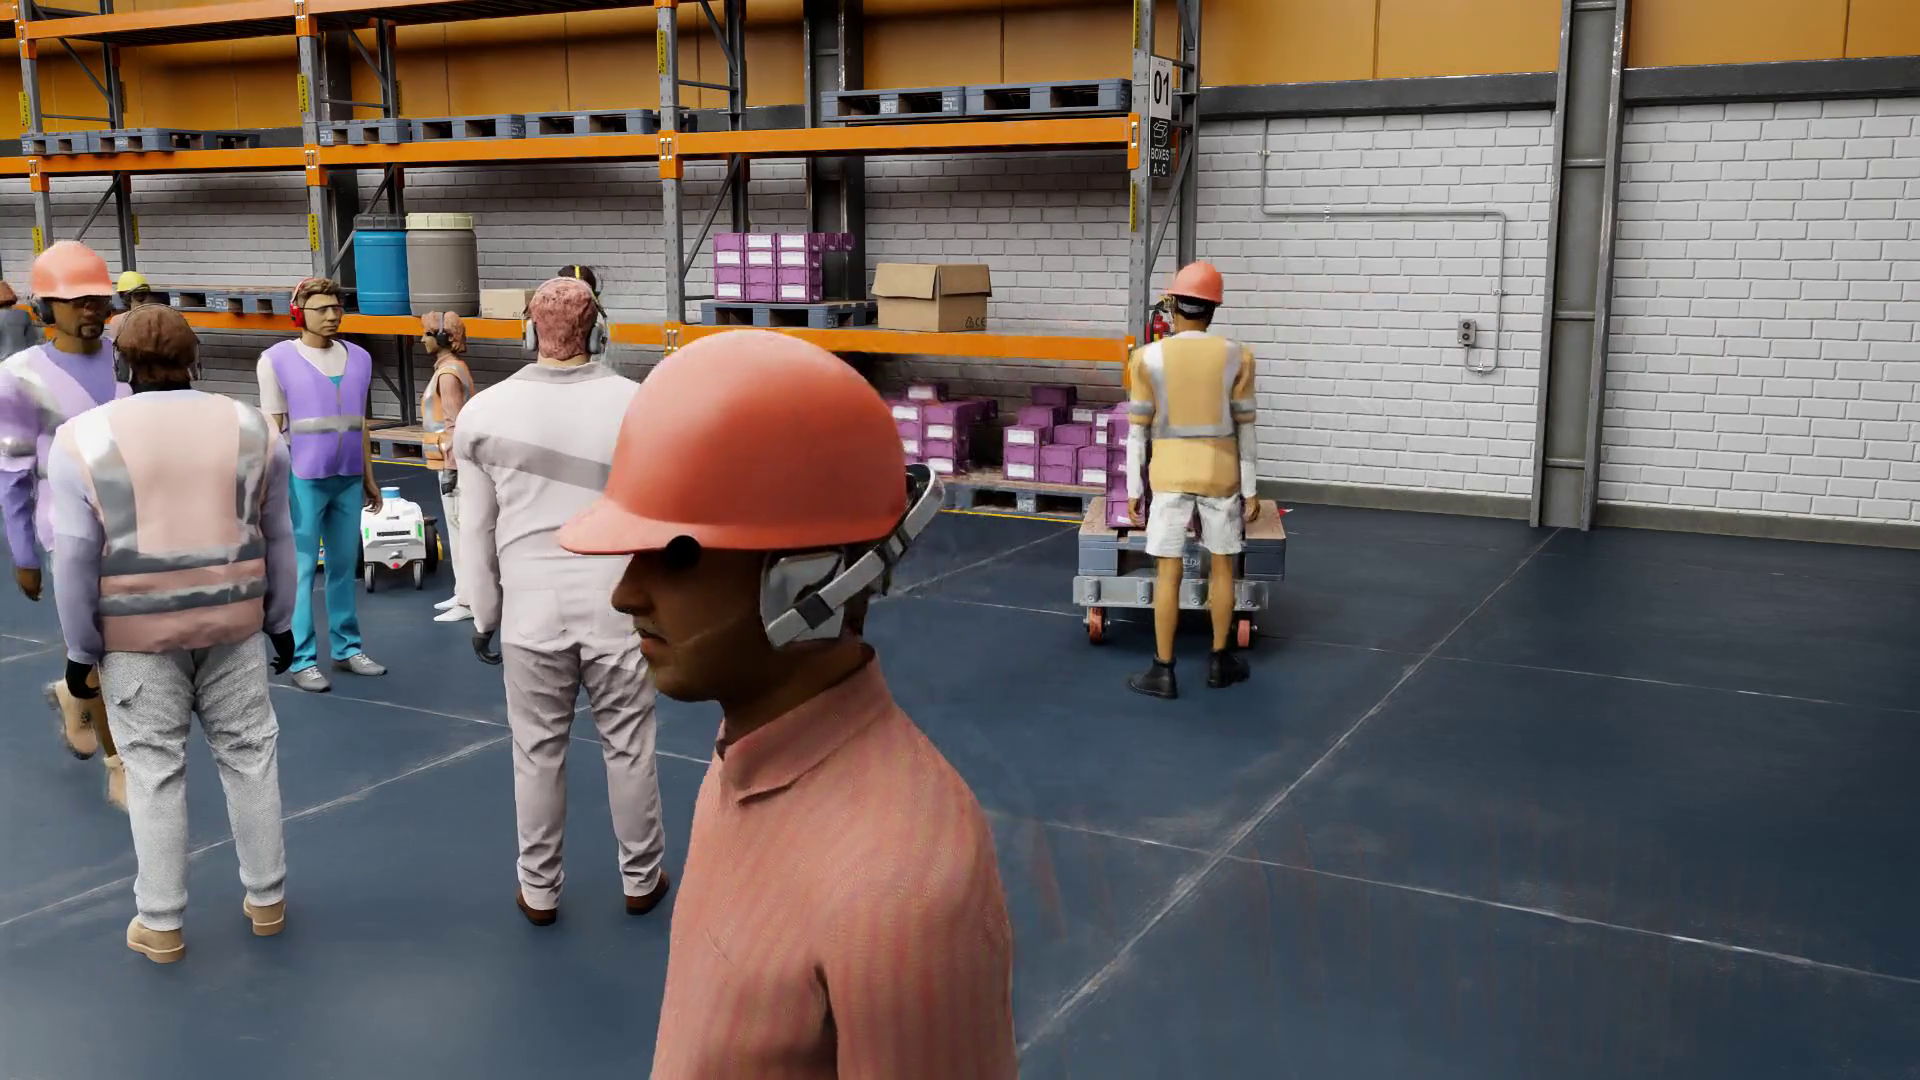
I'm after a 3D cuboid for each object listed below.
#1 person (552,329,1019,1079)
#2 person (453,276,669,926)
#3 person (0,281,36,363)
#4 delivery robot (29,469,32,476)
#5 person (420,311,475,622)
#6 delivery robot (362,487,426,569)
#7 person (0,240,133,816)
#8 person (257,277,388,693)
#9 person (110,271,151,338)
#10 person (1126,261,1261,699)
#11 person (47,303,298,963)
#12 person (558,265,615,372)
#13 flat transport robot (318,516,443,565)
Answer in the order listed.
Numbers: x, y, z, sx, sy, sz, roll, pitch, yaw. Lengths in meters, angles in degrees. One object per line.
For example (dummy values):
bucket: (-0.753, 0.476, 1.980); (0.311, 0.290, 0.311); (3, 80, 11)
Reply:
person: (-0.062, 0.768, 1.631); (1.001, 1.955, 0.637); (-3, 11, -15)
person: (-1.131, 0.188, 4.909); (0.641, 1.908, 0.407); (-2, 11, -13)
person: (-8.771, -1.603, 15.509); (0.535, 1.616, 0.518); (3, 11, 18)
delivery robot: (-7.247, -0.570, 12.514); (0.477, 0.478, 0.707); (-2, 11, -9)
person: (-2.685, -0.389, 8.807); (0.306, 1.639, 0.523); (-3, 11, -15)
delivery robot: (-3.329, -0.067, 9.759); (0.477, 0.478, 0.707); (-4, 11, -19)
person: (-3.121, -0.053, 5.937); (0.796, 2.015, 0.615); (6, 12, 32)
person: (-2.885, -0.260, 7.527); (0.394, 1.846, 0.564); (6, 12, 30)
person: (-6.490, -1.253, 13.240); (0.378, 1.754, 0.539); (5, 12, 27)
person: (1.037, -0.259, 7.357); (0.604, 1.918, 0.487); (1, 10, 6)
person: (-2.195, 0.261, 4.694); (0.637, 1.840, 0.429); (-8, 13, -38)
person: (-2.406, -0.804, 10.519); (0.717, 1.841, 0.550); (-1, 10, -3)
flat transport robot: (-3.970, 0.024, 10.296); (1.431, 0.197, 0.652); (-4, 11, -20)
